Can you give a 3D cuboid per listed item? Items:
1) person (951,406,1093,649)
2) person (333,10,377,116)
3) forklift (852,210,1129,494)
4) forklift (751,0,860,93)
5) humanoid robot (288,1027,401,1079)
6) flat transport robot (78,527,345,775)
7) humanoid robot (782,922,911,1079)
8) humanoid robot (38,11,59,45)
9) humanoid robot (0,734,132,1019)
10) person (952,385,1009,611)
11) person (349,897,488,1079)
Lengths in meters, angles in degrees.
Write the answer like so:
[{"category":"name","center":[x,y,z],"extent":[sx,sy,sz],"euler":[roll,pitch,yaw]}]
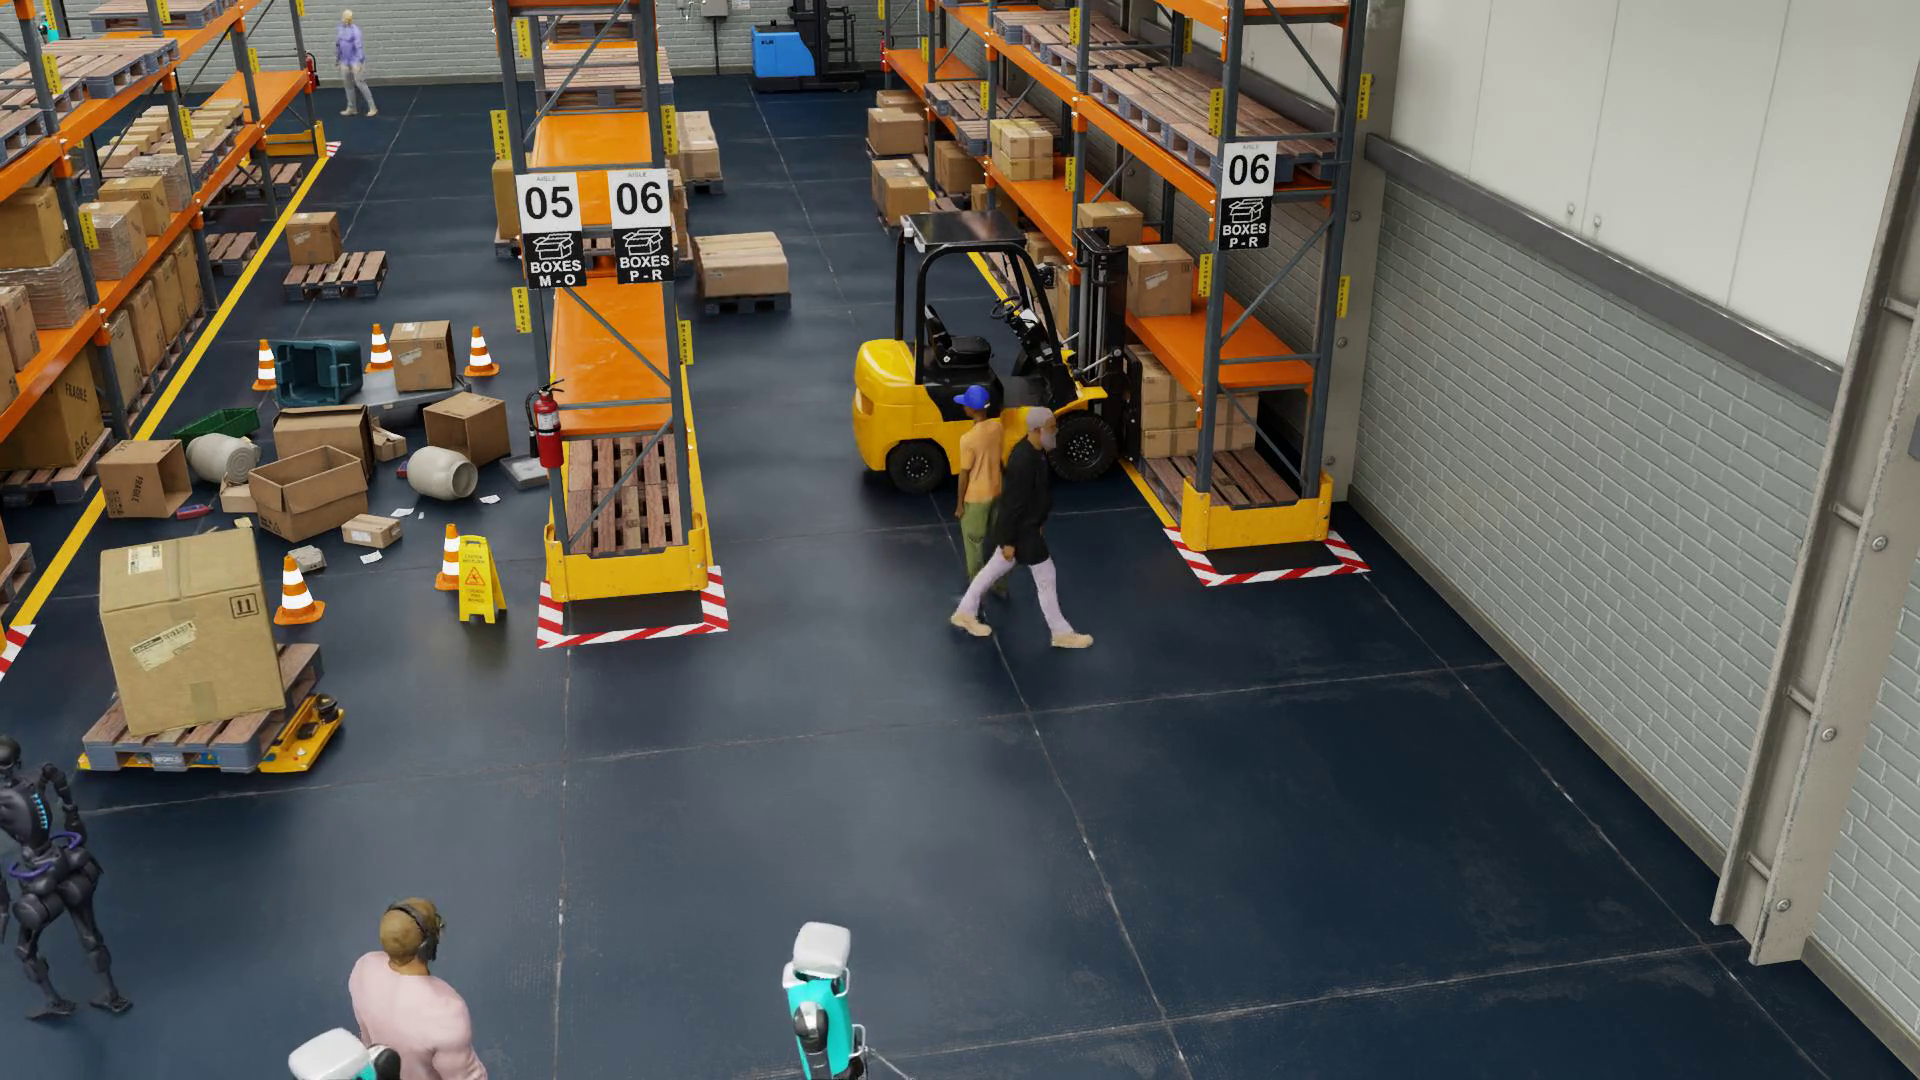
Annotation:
[{"category":"person","center":[0.406,-0.096,11.565],"extent":[1.022,1.801,0.543],"euler":[3,26,6]},{"category":"person","center":[-10.340,-8.118,28.308],"extent":[0.665,1.769,0.409],"euler":[13,29,26]},{"category":"forklift","center":[0.216,-1.659,14.366],"extent":[2.313,2.155,1.214],"euler":[-5,26,-10]},{"category":"forklift","center":[-2.872,-9.679,30.288],"extent":[1.873,2.768,1.129],"euler":[-5,26,-10]},{"category":"humanoid robot","center":[-1.974,2.613,6.007],"extent":[0.829,1.775,0.530],"euler":[16,30,29]},{"category":"flat transport robot","center":[-4.748,1.221,10.586],"extent":[1.431,0.231,0.659],"euler":[1,26,1]},{"category":"humanoid robot","center":[-0.315,2.326,6.707],"extent":[0.728,1.884,0.558],"euler":[0,26,-1]},{"category":"humanoid robot","center":[-14.974,-8.050,28.044],"extent":[0.735,1.677,0.533],"euler":[1,26,2]},{"category":"humanoid robot","center":[-4.457,1.638,8.096],"extent":[0.468,1.639,0.589],"euler":[8,27,16]},{"category":"person","center":[0.131,-0.321,12.137],"extent":[0.449,1.713,0.384],"euler":[-22,34,-39]},{"category":"person","center":[-2.061,2.225,6.580],"extent":[0.639,1.937,0.385],"euler":[16,30,30]}]
